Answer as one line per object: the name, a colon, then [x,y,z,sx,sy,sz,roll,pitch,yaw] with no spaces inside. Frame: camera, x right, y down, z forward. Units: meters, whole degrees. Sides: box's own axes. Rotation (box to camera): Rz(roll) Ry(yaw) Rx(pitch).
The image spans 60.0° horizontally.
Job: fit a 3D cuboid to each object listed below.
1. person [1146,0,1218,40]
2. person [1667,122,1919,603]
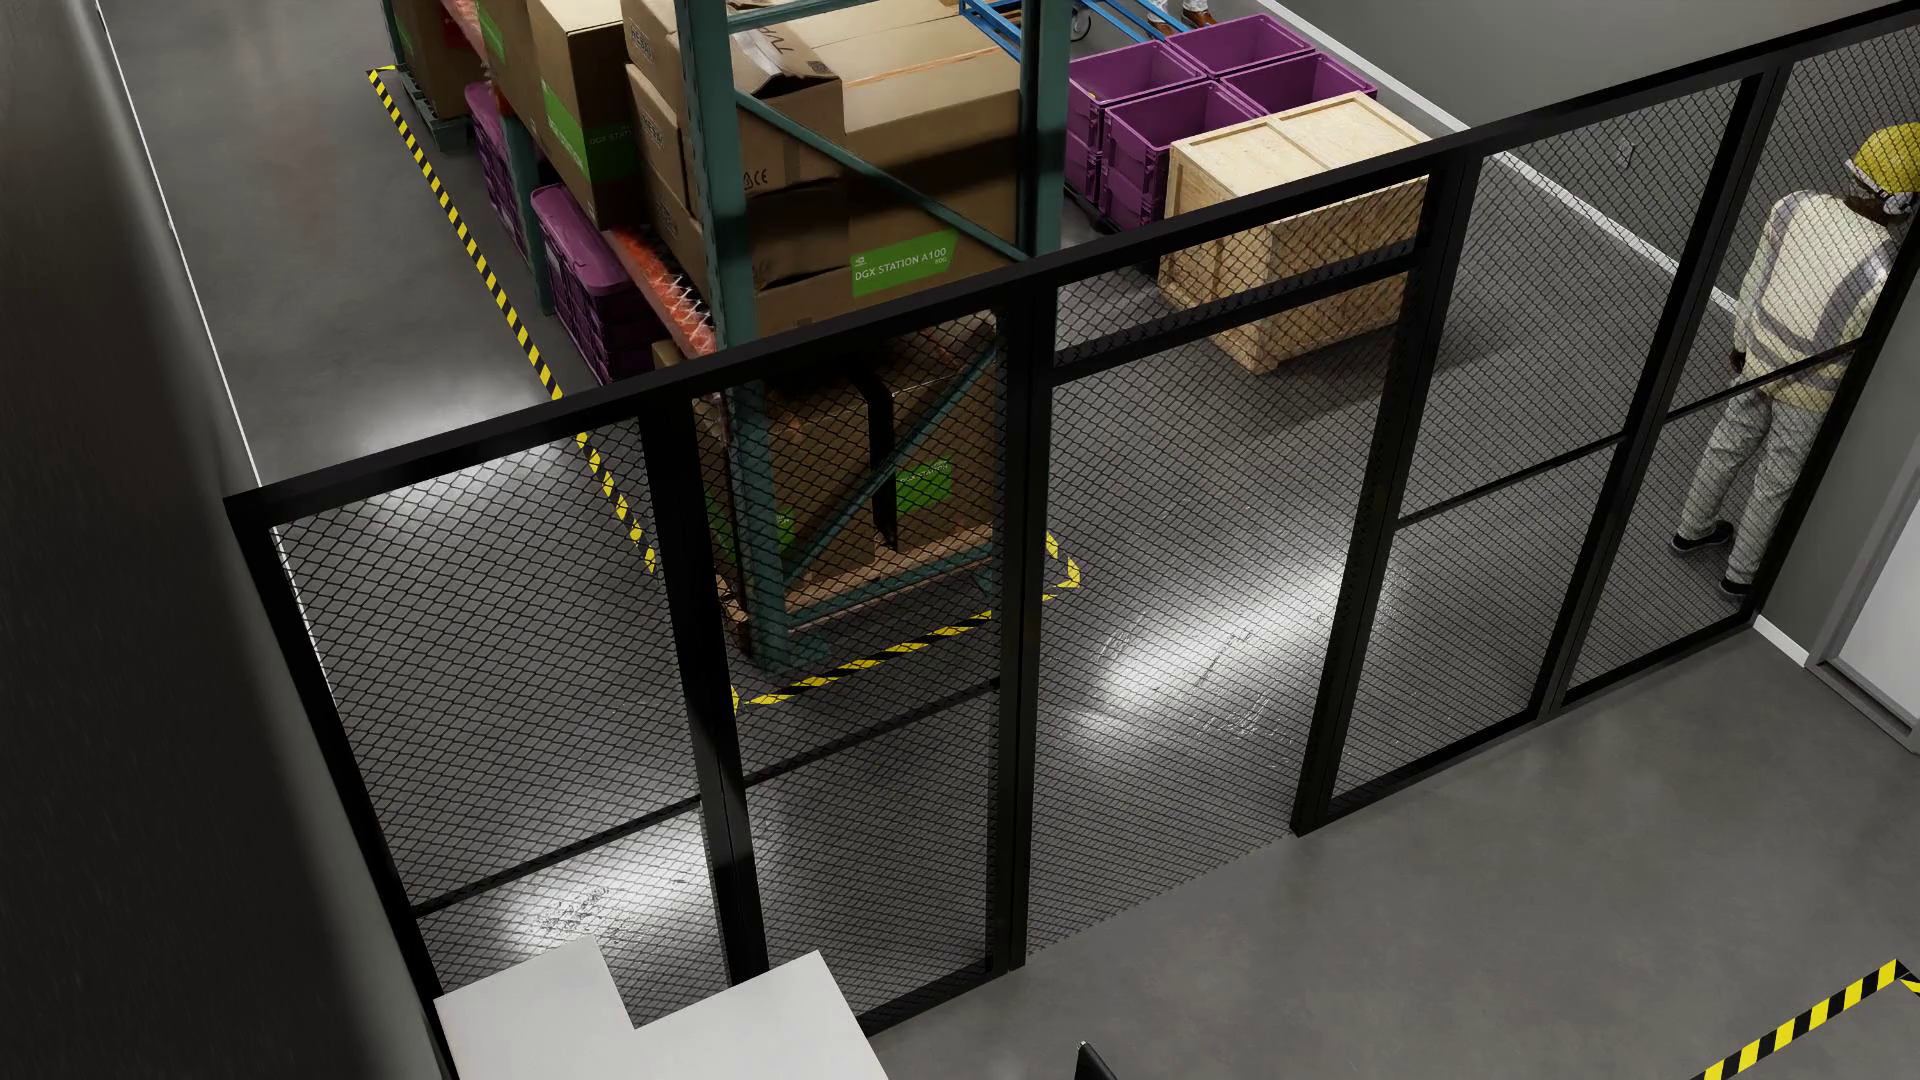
person: [1.287,-3.626,8.912,0.630,1.938,0.369,-20,46,-21]
person: [2.874,-0.579,5.657,0.403,1.830,0.601,-14,44,-15]
